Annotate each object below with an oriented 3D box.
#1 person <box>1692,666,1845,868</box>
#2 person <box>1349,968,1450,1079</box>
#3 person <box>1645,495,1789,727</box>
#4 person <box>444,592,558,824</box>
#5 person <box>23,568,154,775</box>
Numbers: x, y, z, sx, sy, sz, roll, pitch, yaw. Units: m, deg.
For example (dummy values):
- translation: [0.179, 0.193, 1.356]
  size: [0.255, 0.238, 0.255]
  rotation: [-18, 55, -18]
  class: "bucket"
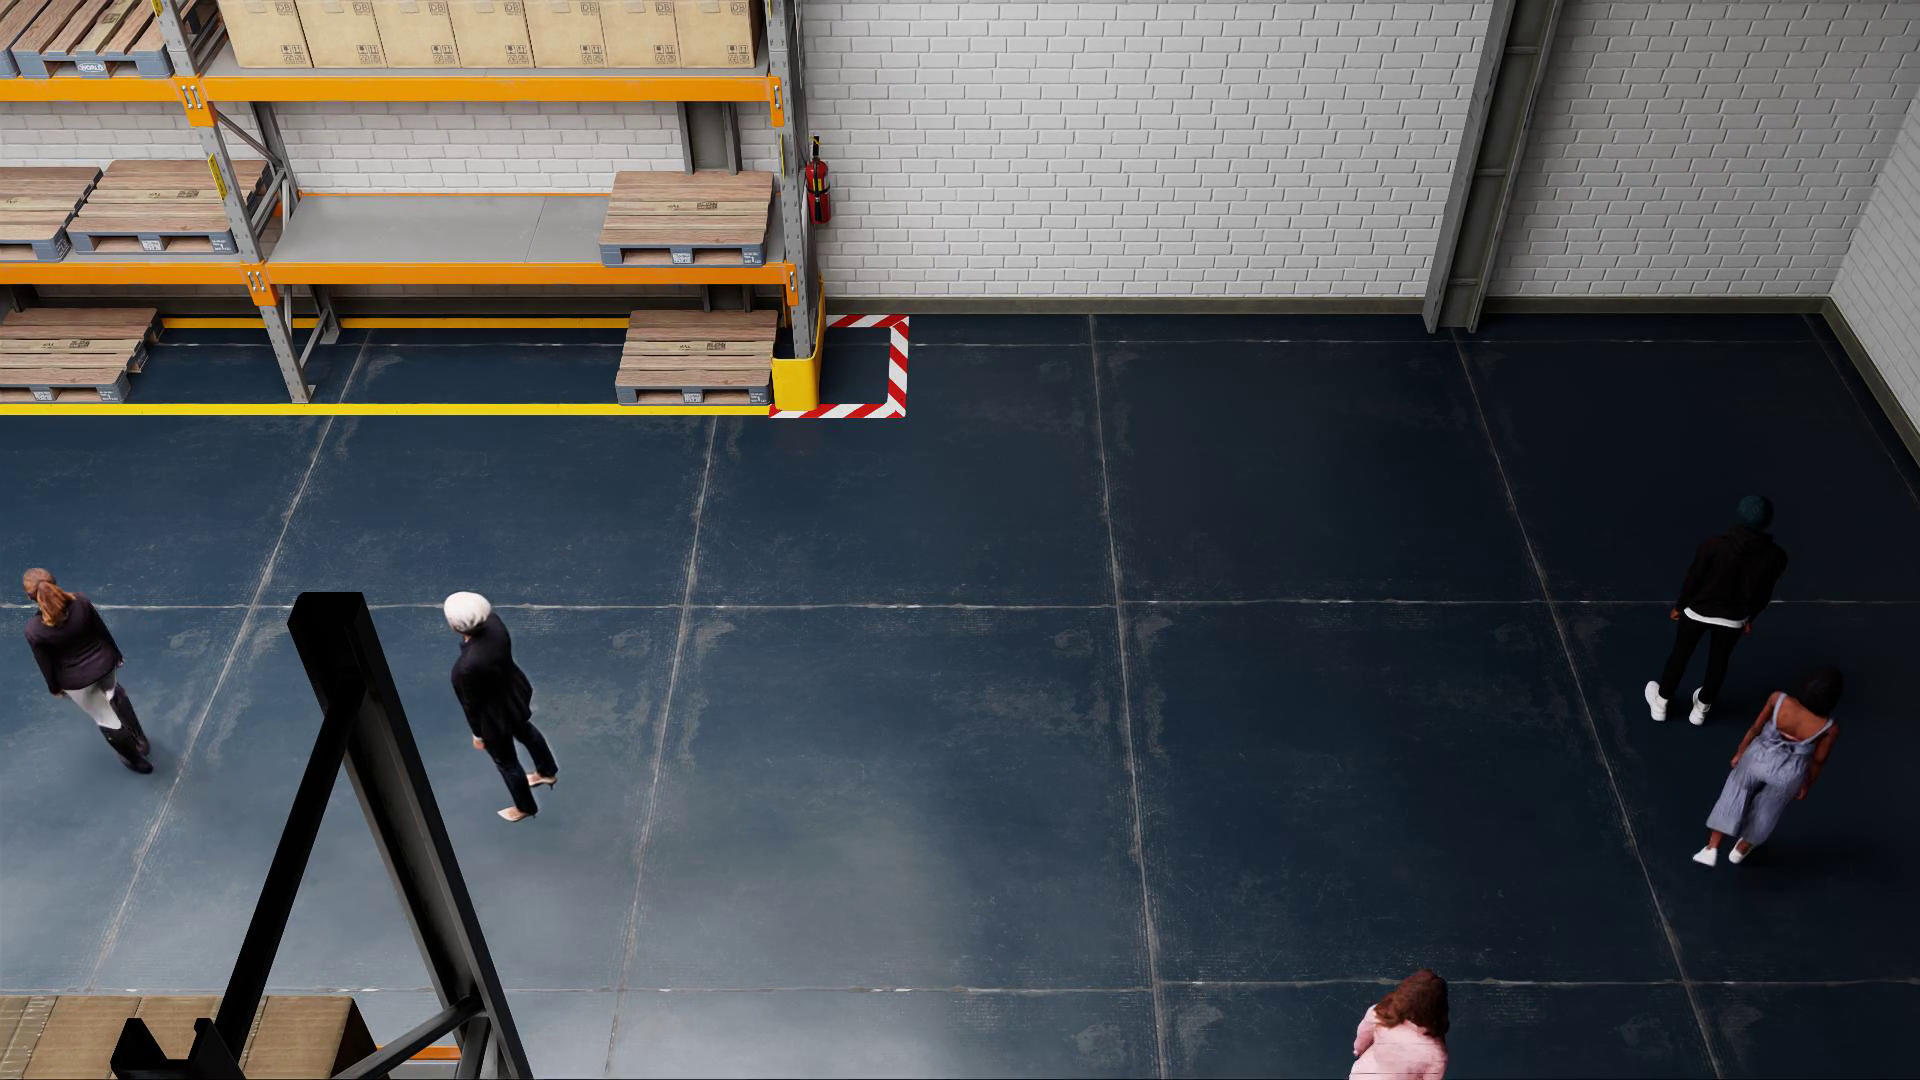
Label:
- translation: [4.555, 1.335, 9.378]
  size: [0.878, 1.682, 0.917]
  rotation: [30, 51, 28]
  class: "person"
- translation: [1.982, 2.689, 7.890]
  size: [1.018, 1.773, 1.040]
  rotation: [29, 51, 27]
  class: "person"
- translation: [4.657, 0.436, 10.223]
  size: [0.606, 1.818, 0.780]
  rotation: [10, 44, 10]
  class: "person"
- translation: [-2.488, 0.872, 9.025]
  size: [0.653, 1.779, 0.759]
  rotation: [8, 44, 8]
  class: "person"
- translation: [-5.115, 0.837, 9.871]
  size: [0.761, 1.722, 0.710]
  rotation: [27, 50, 25]
  class: "person"
